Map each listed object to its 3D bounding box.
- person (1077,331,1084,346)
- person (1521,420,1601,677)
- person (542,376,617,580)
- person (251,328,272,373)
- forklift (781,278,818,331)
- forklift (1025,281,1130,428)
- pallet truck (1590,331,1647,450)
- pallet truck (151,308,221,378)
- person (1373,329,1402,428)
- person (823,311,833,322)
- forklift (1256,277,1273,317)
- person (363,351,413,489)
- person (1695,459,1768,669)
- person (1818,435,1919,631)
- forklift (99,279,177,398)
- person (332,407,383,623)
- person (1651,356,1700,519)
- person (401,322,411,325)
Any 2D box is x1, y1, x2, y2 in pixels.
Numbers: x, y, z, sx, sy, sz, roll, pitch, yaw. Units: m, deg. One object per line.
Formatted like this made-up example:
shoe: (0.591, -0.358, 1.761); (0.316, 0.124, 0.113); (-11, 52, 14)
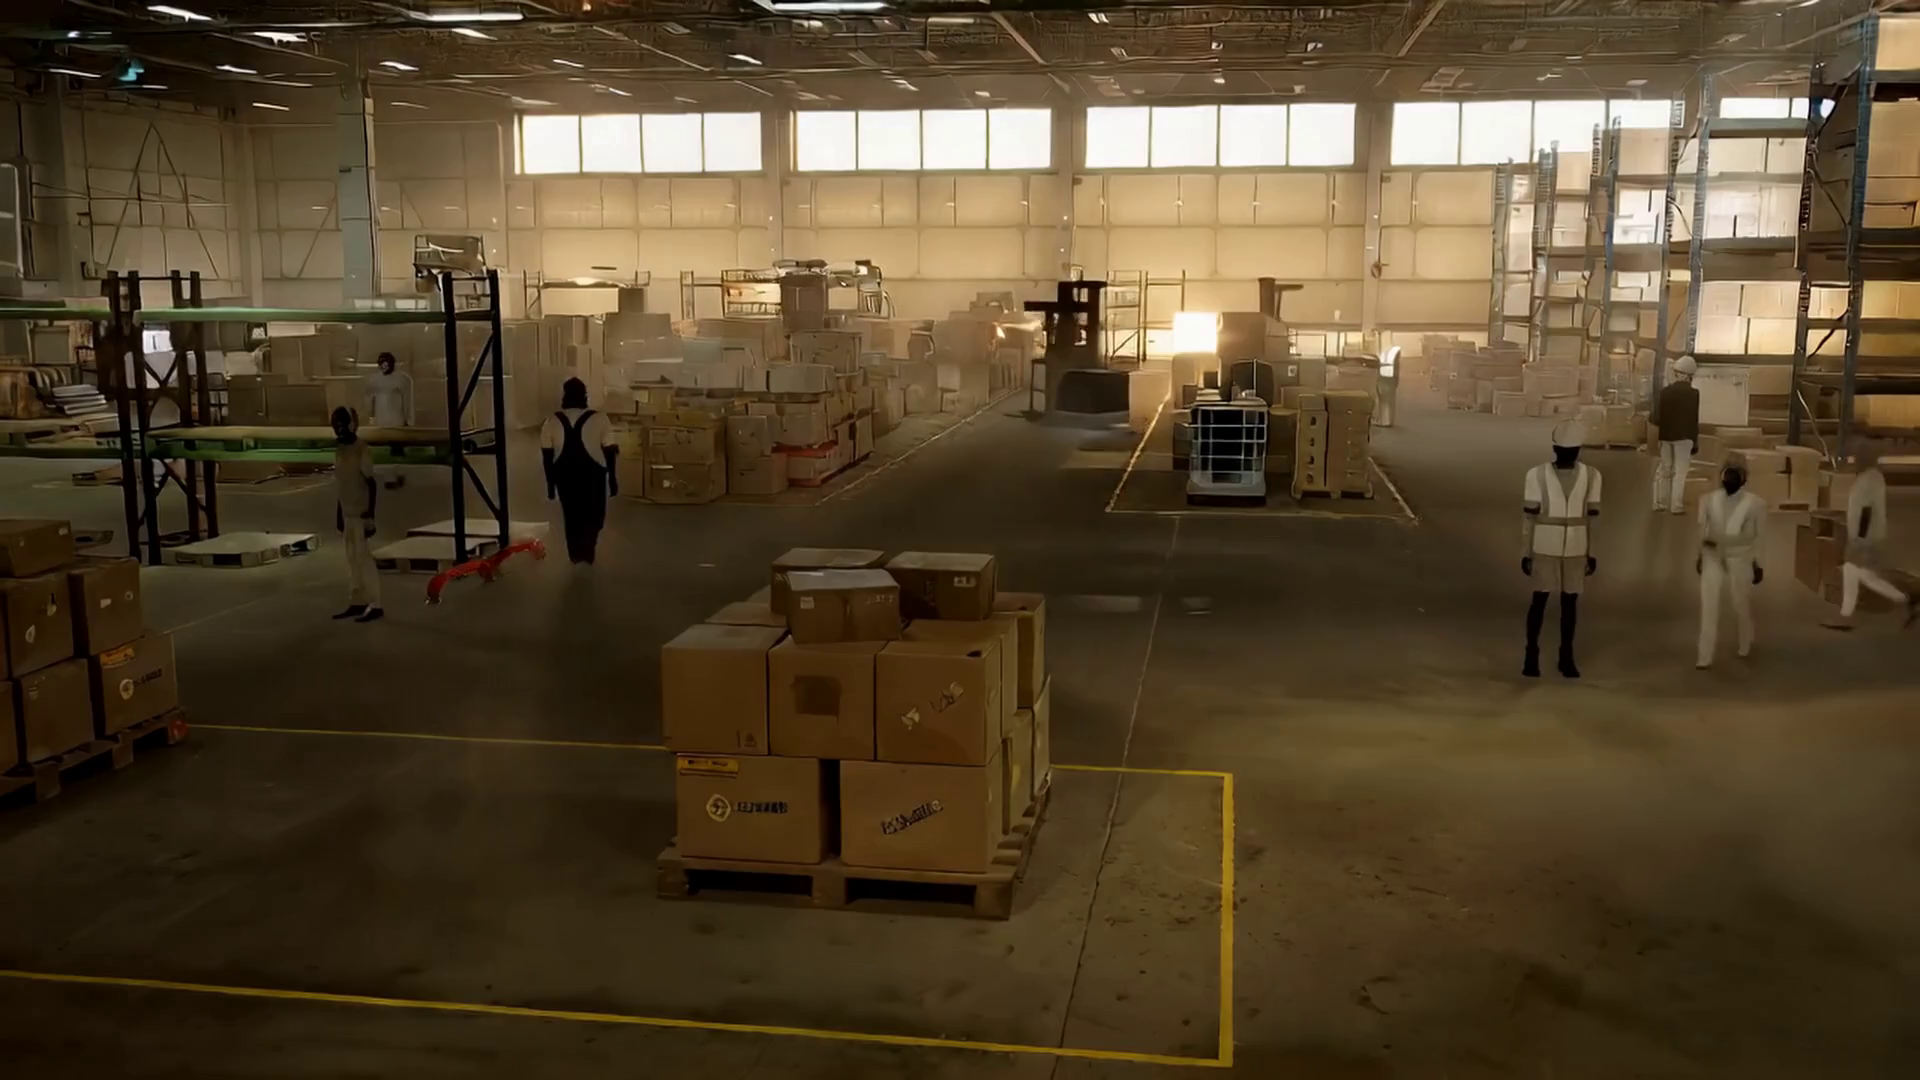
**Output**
person: (3.030, -4.237, 39.879); (0.526, 1.629, 0.495); (-1, 9, -4)
person: (4.470, 0.070, 12.381); (0.552, 1.935, 0.373); (1, 9, 8)
person: (-3.755, -0.630, 16.380); (0.688, 2.000, 0.869); (0, 9, 3)
person: (-13.394, -3.102, 31.979); (0.372, 1.925, 0.596); (-1, 9, -3)
forklift: (-4.114, -5.349, 42.906); (1.129, 2.768, 1.873); (0, 9, 1)
forklift: (2.328, -3.658, 32.477); (1.129, 2.768, 1.873); (-8, 12, -41)
pallet truck: (11.253, -2.573, 28.499); (0.823, 1.965, 1.885); (5, 10, 27)
pallet truck: (-21.869, -5.598, 47.154); (0.823, 1.965, 1.885); (4, 10, 26)
person: (8.287, -3.118, 32.144); (0.393, 1.911, 0.589); (-5, 11, -29)
person: (-3.745, -5.282, 45.442); (0.630, 1.925, 0.549); (-2, 9, -13)
forklift: (8.820, -6.204, 48.177); (1.873, 2.768, 1.129); (3, 10, 16)
person: (-7.930, -1.655, 23.070); (0.632, 1.918, 0.446); (2, 9, 13)
person: (5.974, 0.160, 12.856); (0.523, 1.605, 0.823); (7, 12, 38)
person: (7.658, -0.045, 13.917); (0.666, 1.652, 0.562); (5, 10, 28)
forklift: (-19.603, -4.721, 39.030); (1.873, 2.768, 1.129); (1, 9, 9)
person: (-5.233, -0.219, 14.376); (0.521, 1.870, 0.319); (8, 12, 41)
person: (8.843, -1.260, 20.456); (0.409, 1.985, 0.610); (-4, 10, -21)
person: (-12.913, -4.230, 39.036); (0.470, 1.897, 0.701); (-9, 13, -44)
